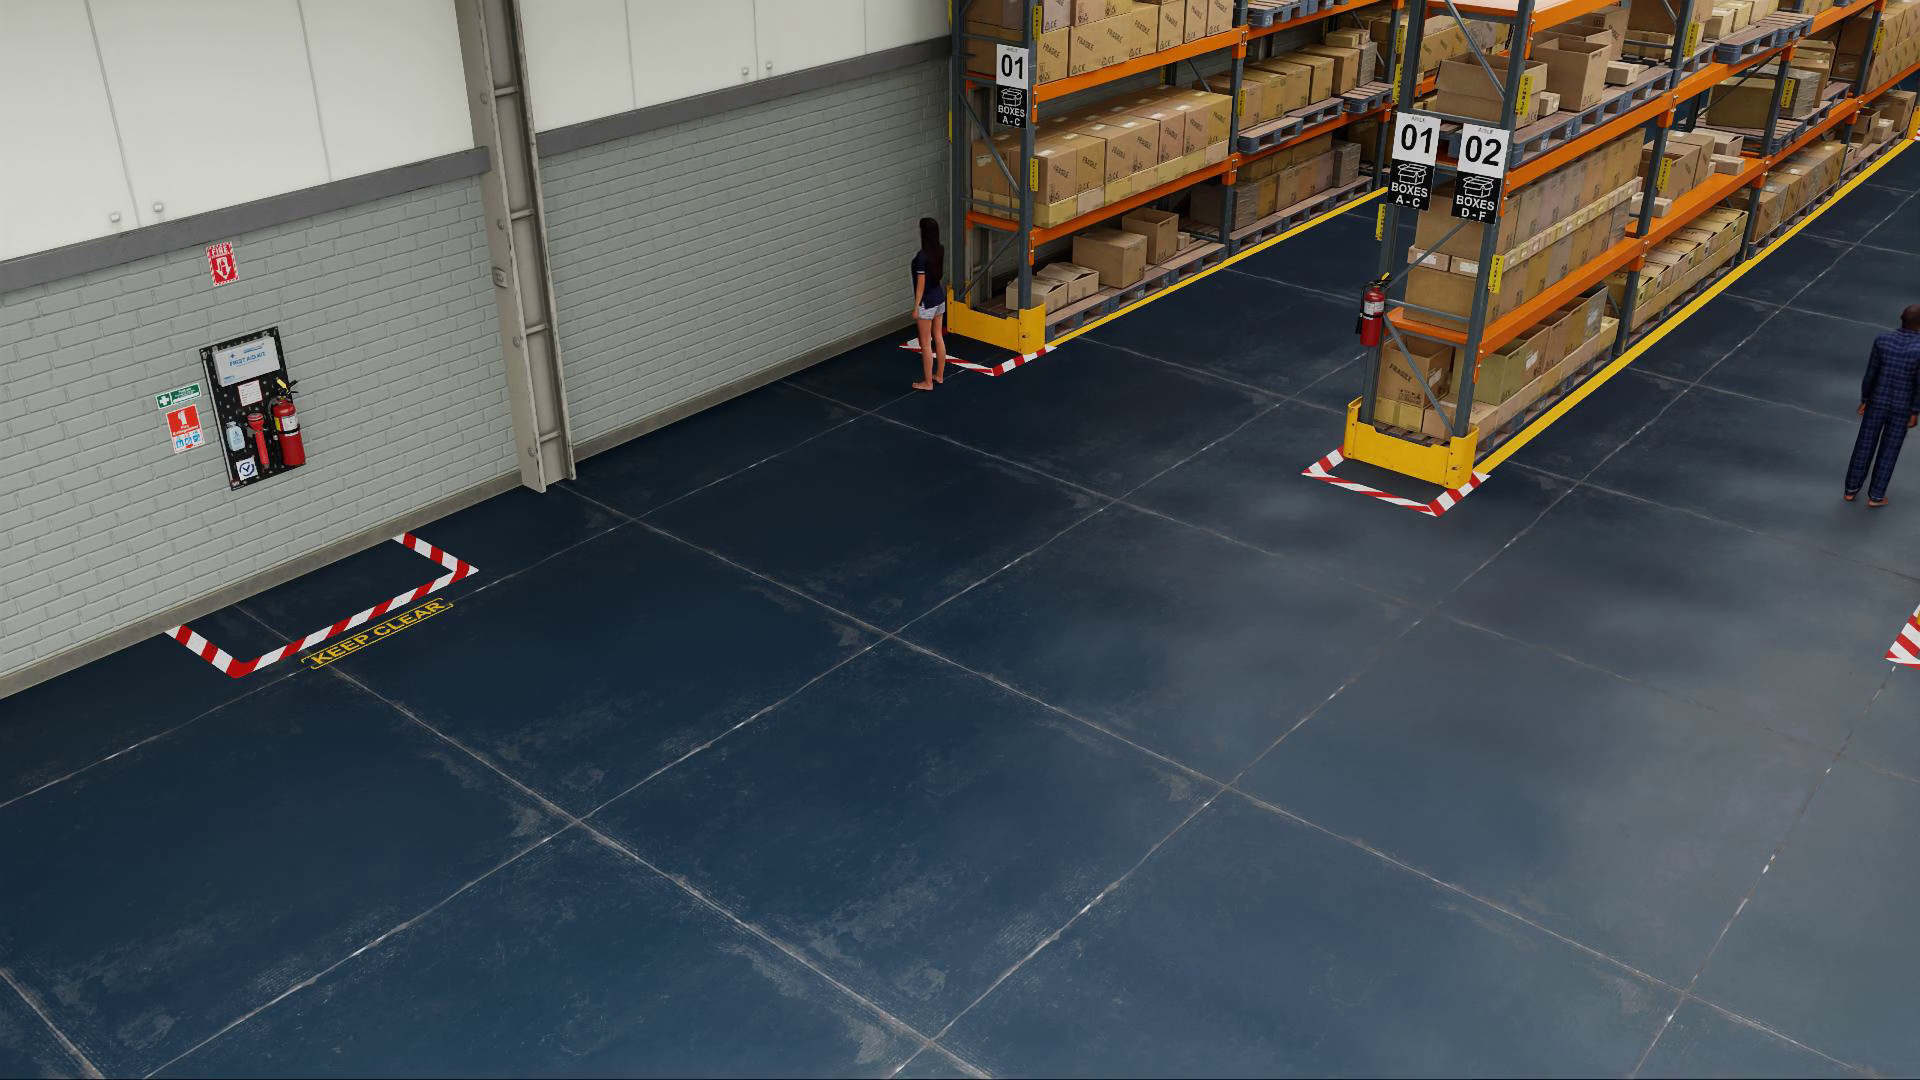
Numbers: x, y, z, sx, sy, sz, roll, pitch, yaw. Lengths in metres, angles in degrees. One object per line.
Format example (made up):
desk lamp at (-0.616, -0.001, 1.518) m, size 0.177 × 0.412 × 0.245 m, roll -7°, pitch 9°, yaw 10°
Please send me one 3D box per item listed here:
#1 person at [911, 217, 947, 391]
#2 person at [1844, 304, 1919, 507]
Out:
person at (-0.300, -2.364, 16.632) m, size 0.640 × 1.767 × 0.473 m, roll 18°, pitch 33°, yaw 31°
person at (8.007, -1.169, 14.327) m, size 0.677 × 1.824 × 0.623 m, roll 25°, pitch 37°, yaw 38°
